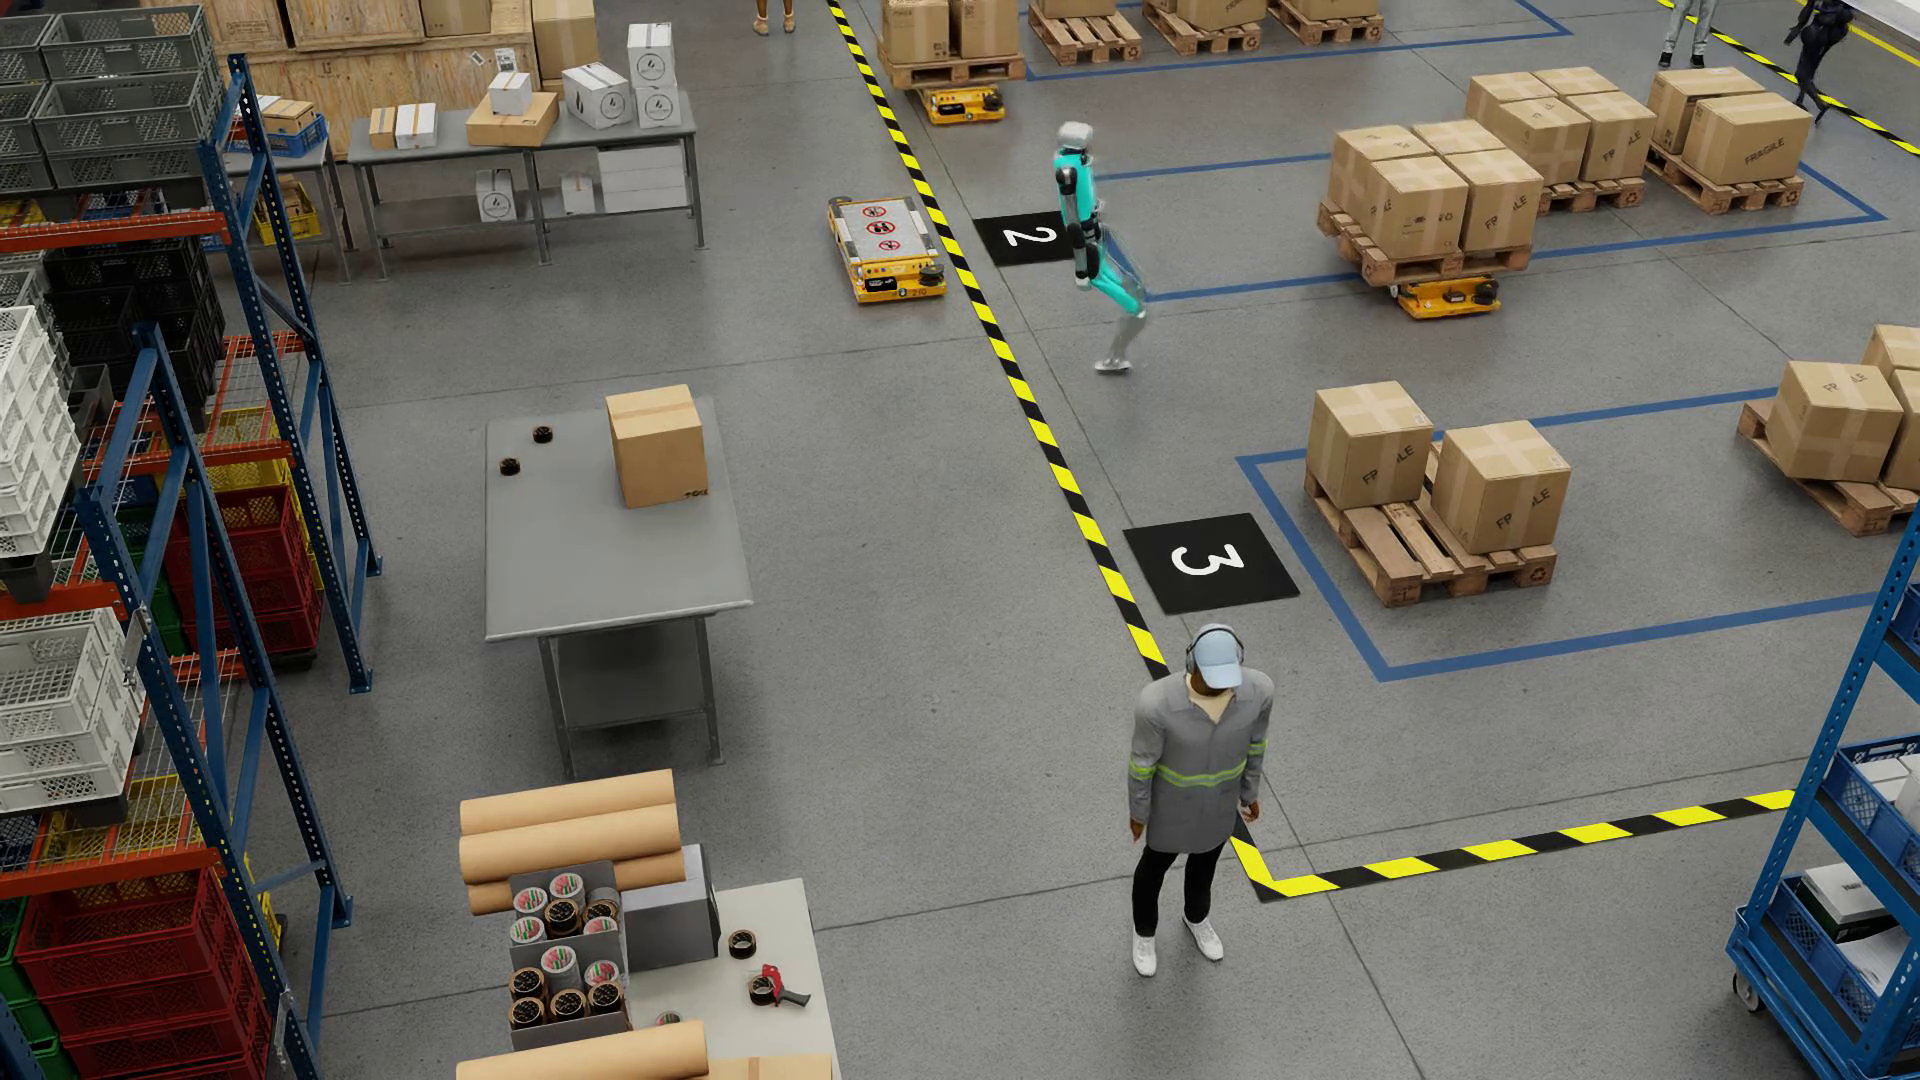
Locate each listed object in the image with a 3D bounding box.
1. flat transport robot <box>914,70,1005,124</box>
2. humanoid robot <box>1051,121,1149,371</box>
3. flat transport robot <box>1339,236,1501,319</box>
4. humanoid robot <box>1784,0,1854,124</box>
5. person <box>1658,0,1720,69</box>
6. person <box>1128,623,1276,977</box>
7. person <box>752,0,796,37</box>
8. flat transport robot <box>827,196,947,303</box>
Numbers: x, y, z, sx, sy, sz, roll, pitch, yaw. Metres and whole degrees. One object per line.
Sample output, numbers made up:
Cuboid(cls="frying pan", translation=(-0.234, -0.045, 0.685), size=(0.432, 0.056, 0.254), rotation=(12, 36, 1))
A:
Cuboid(cls="flat transport robot", translation=(-0.074, -4.168, 15.132), size=(0.652, 0.197, 1.431), rotation=(-8, 37, -10))
Cuboid(cls="humanoid robot", translation=(0.979, -1.814, 10.800), size=(0.818, 1.815, 0.543), rotation=(6, 37, 8))
Cuboid(cls="flat transport robot", translation=(3.384, -2.083, 12.329), size=(0.652, 0.197, 1.431), rotation=(-8, 37, -10))
Cuboid(cls="humanoid robot", translation=(7.535, -4.452, 14.360), size=(0.600, 1.637, 0.552), rotation=(-14, 39, -18))
Cuboid(cls="person", translation=(6.886, -5.273, 15.330), size=(0.599, 1.831, 0.404), rotation=(8, 37, 10))
Cuboid(cls="person", translation=(0.970, 1.066, 6.794), size=(0.590, 1.851, 0.401), rotation=(-8, 37, -10))
Cuboid(cls="person", translation=(-1.864, -5.884, 15.981), size=(0.604, 2.040, 0.382), rotation=(-10, 38, -13))
Cuboid(cls="flat transport robot", translation=(-0.570, -2.220, 12.538), size=(0.659, 0.231, 1.431), rotation=(-8, 37, -10))
